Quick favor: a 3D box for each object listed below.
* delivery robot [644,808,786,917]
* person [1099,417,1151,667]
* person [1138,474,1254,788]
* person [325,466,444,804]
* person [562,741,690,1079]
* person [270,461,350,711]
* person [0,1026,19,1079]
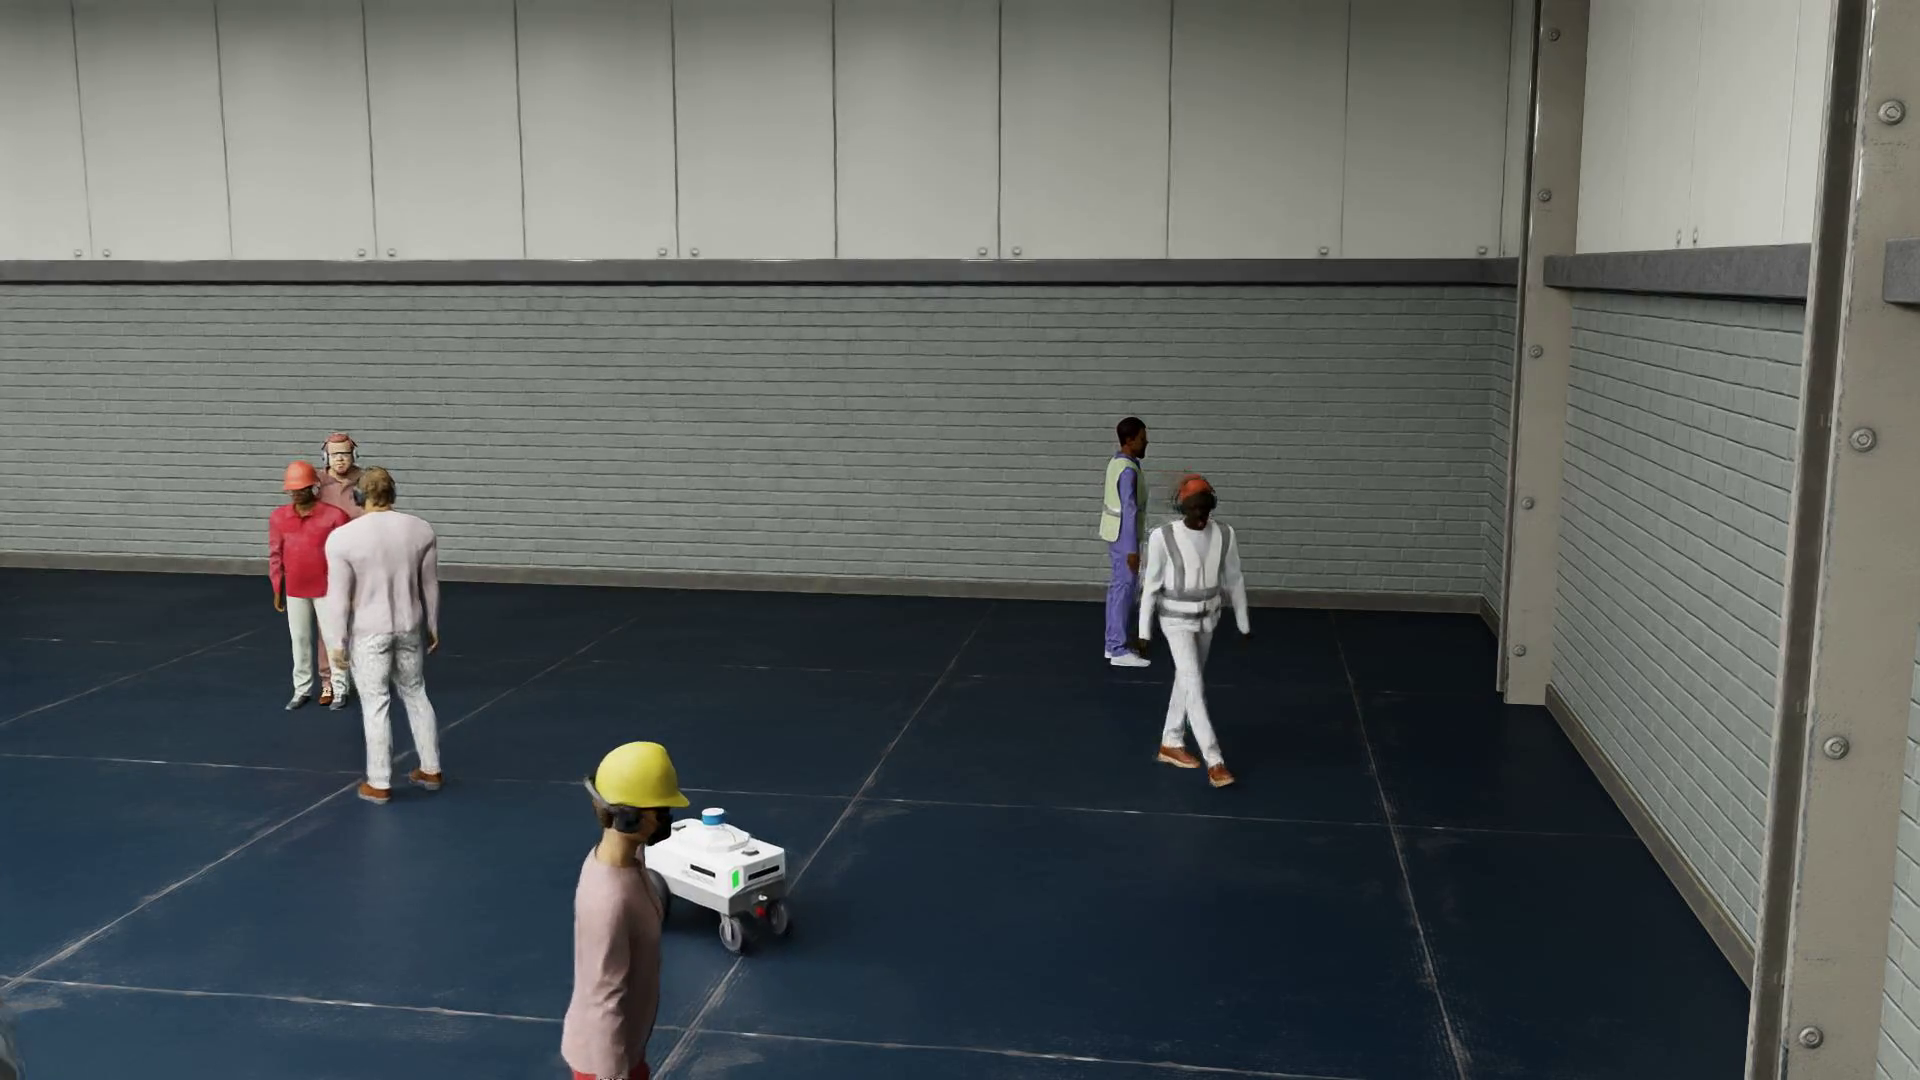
[{"bbox_3d":[-1.128,1.478,7.645,0.707,0.478,0.477,8,12,42],"label":"delivery robot"},{"bbox_3d":[1.270,0.008,12.823,0.378,1.917,0.598,-1,9,-3],"label":"person"},{"bbox_3d":[1.440,0.525,9.856,0.687,1.837,0.880,-5,10,-28],"label":"person"},{"bbox_3d":[-3.291,0.540,9.546,0.648,1.930,0.374,-9,13,-44],"label":"person"},{"bbox_3d":[-0.961,1.421,4.627,0.446,1.755,0.547,-1,9,-8],"label":"person"},{"bbox_3d":[-4.473,0.317,11.458,0.572,1.742,0.352,0,9,1],"label":"person"},{"bbox_3d":[-1.981,1.530,3.145,0.636,2.032,0.469,8,12,40],"label":"person"}]
